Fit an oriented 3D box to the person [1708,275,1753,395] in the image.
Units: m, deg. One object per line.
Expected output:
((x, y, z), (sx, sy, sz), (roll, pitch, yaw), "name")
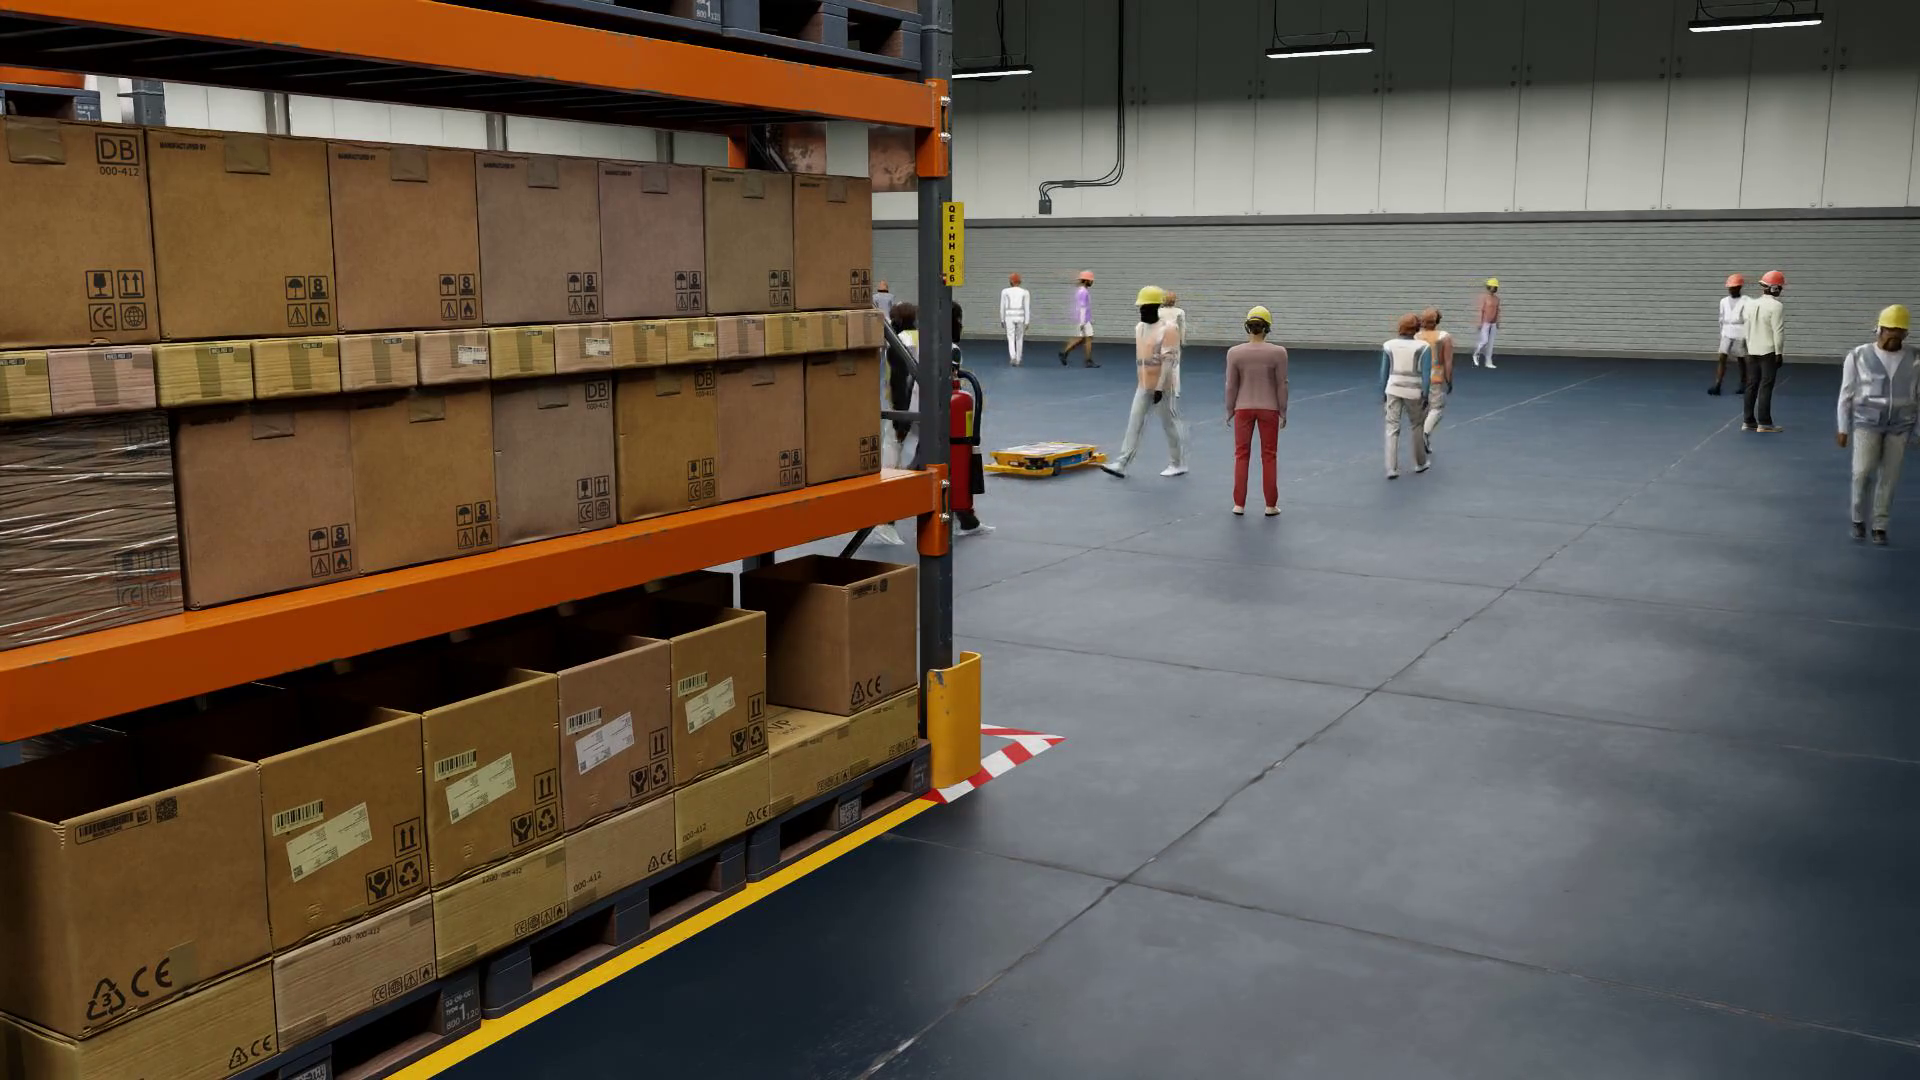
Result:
((12.131, -3.205, 26.073), (0.986, 1.891, 0.562), (-8, 13, -40), "person")

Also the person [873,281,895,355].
((-1.657, -4.802, 36.142), (0.499, 1.633, 0.286), (-1, 10, -6), "person")

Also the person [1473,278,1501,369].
((10.255, -4.205, 32.265), (0.551, 1.752, 0.393), (-5, 11, -28), "person")

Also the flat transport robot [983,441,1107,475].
((0.873, -0.840, 16.932), (0.652, 0.197, 1.431), (6, 11, 32), "flat transport robot")

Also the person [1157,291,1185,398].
((3.196, -2.985, 25.490), (0.522, 1.640, 0.306), (-1, 10, -4), "person")

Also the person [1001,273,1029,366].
((1.104, -4.370, 33.034), (0.558, 1.852, 0.912), (-1, 10, -8), "person")

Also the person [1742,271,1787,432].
((10.011, -2.336, 20.652), (0.381, 1.994, 0.621), (-2, 10, -10), "person")

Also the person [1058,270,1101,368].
((2.346, -4.305, 32.424), (0.740, 1.913, 0.550), (-1, 10, -5), "person")

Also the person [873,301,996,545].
((-0.233, -0.907, 12.746), (1.092, 1.854, 0.607), (-4, 10, -22), "person")

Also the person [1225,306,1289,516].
((2.489, -1.075, 13.964), (0.524, 1.760, 0.327), (3, 10, 15), "person")

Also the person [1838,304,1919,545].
((6.972, -0.865, 12.546), (0.618, 1.814, 0.433), (3, 10, 17), "person")

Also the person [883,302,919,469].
((-0.369, -1.132, 14.219), (0.898, 1.804, 0.679), (6, 11, 31), "person")

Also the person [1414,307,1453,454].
((5.103, -1.730, 18.163), (0.526, 1.624, 0.531), (8, 13, 39), "person")

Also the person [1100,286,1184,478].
((1.848, -1.533, 16.296), (0.972, 1.876, 0.603), (-7, 12, -36), "person")

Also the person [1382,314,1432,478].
((4.424, -1.424, 16.427), (0.531, 1.599, 0.819), (6, 12, 33), "person")
